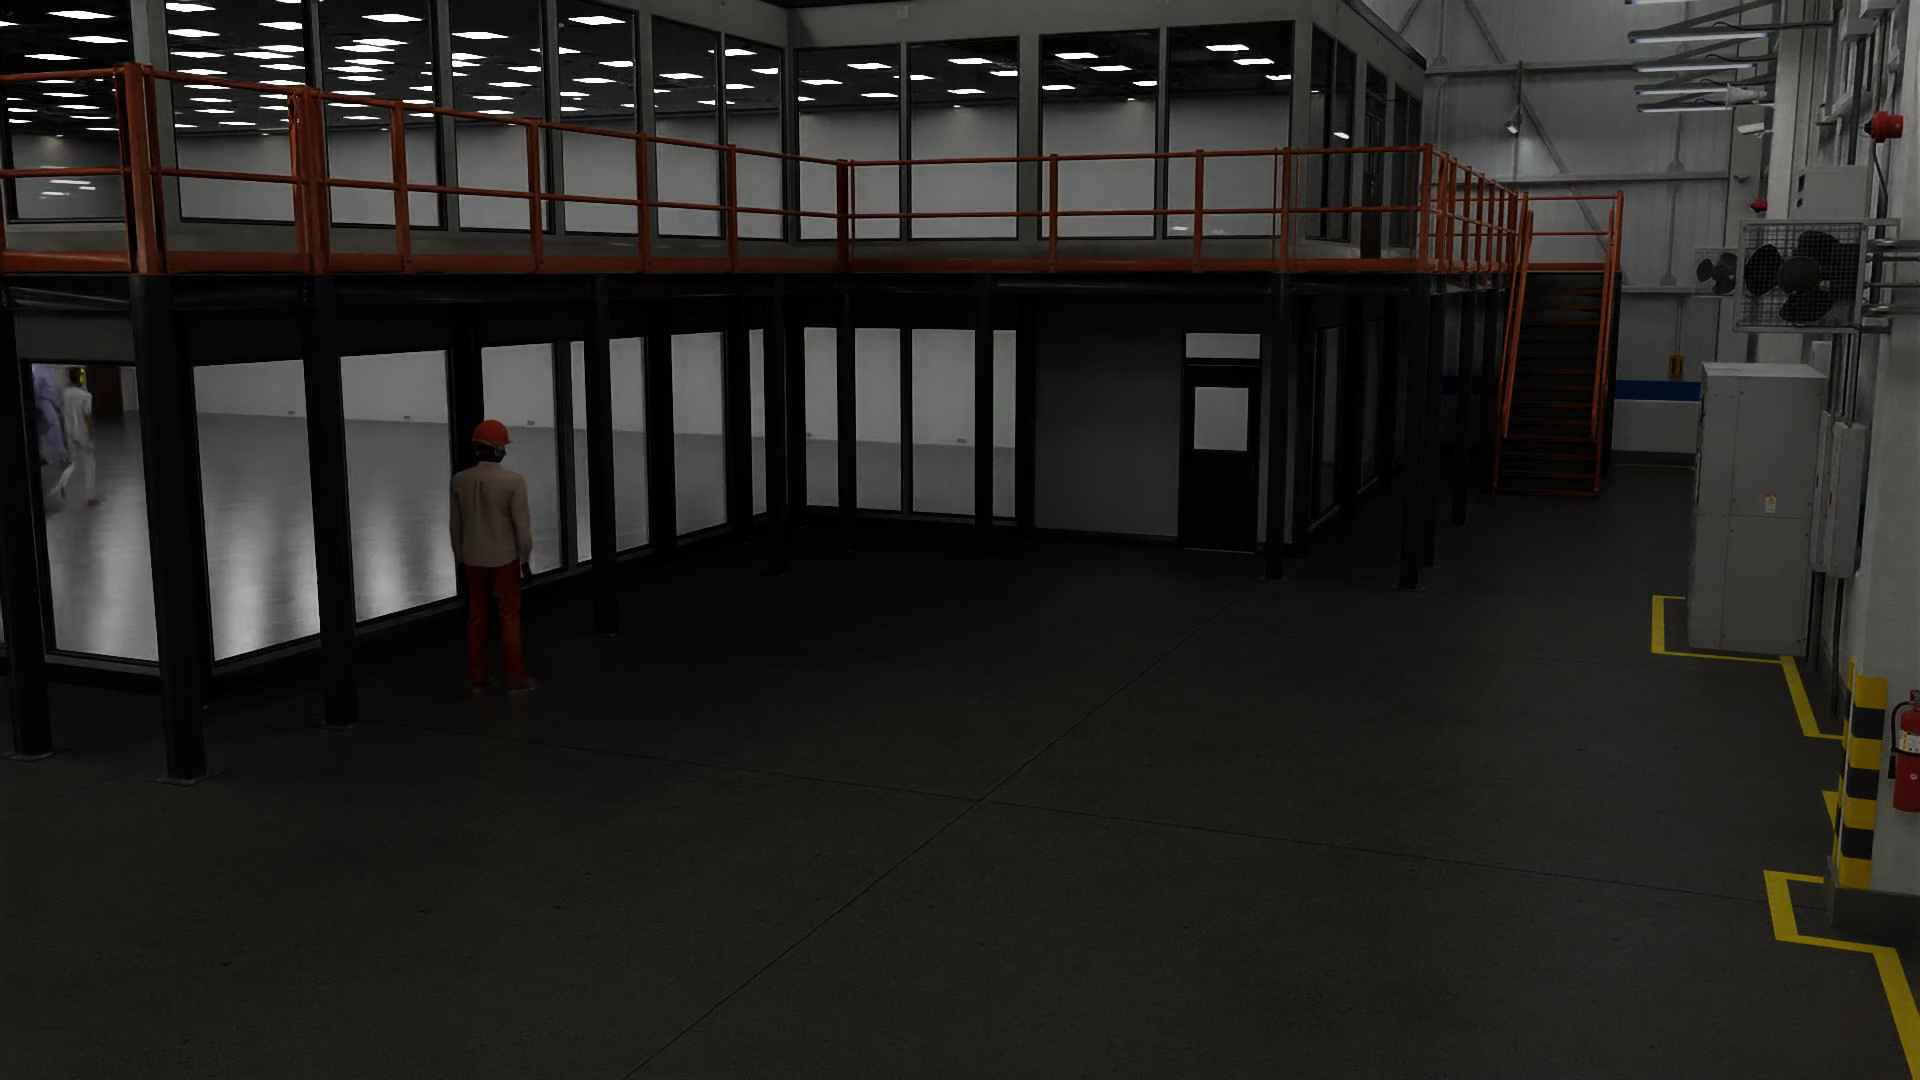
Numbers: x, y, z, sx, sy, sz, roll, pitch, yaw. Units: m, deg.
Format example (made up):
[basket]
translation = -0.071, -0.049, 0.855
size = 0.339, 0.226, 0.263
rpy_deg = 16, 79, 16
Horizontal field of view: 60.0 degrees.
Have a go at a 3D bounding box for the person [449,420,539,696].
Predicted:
[person]
translation = -3.362, 0.130, 11.992
size = 0.612, 1.994, 0.394
rpy_deg = 2, 9, 14
